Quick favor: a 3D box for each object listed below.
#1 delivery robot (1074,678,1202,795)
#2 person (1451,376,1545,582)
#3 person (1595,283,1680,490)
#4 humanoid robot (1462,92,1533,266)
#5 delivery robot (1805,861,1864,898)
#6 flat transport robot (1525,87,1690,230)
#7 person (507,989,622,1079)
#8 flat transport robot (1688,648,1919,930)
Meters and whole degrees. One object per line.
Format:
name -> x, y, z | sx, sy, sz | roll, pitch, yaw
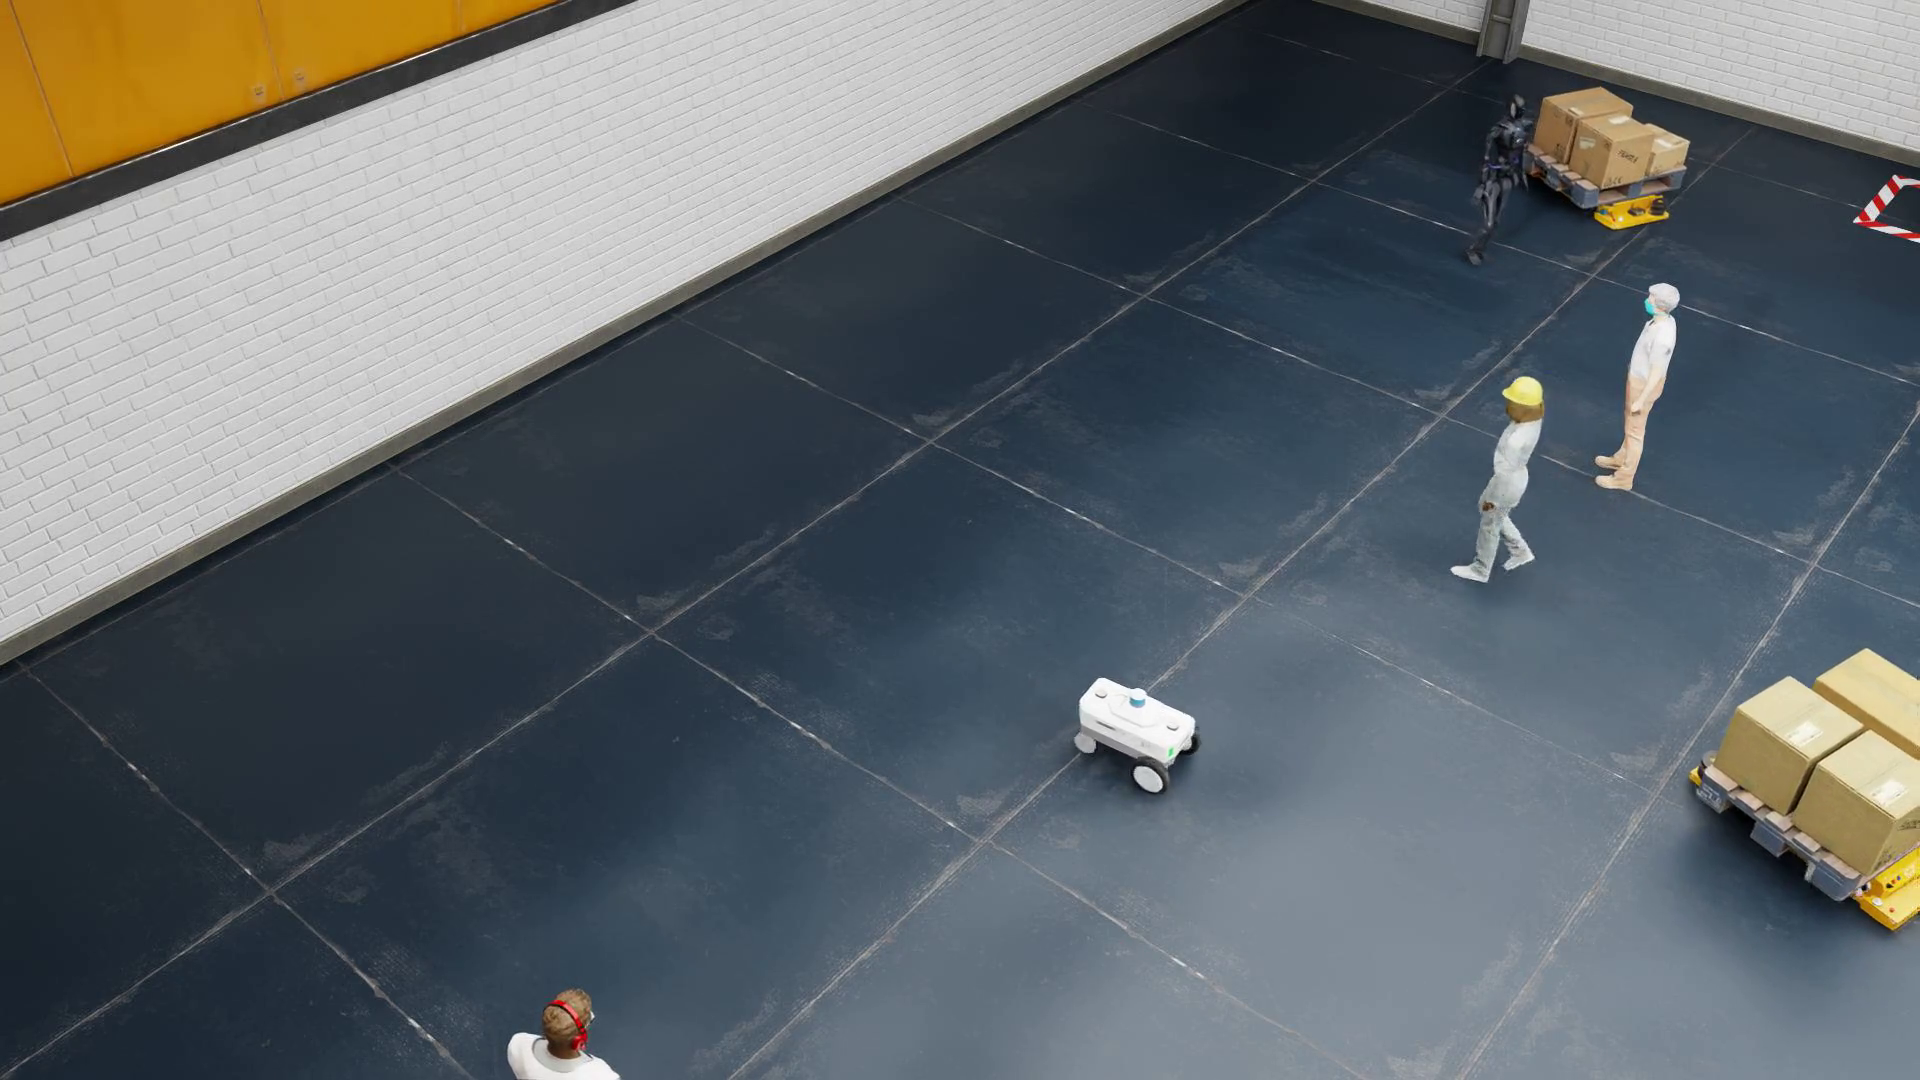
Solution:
delivery robot -> 1.132, 1.208, 10.571 | 0.807, 0.609, 0.499 | 23, 44, 26
person -> 3.831, -0.388, 11.600 | 0.431, 1.729, 0.488 | 18, 42, 21
person -> 5.144, -1.161, 12.550 | 0.304, 1.743, 0.488 | 12, 40, 14
humanoid robot -> 4.980, -3.332, 15.302 | 0.613, 1.653, 0.315 | -19, 43, -22
delivery robot -> 5.349, 1.700, 9.960 | 0.499, 0.610, 0.788 | 20, 43, 23
flat transport robot -> 6.382, -3.549, 16.691 | 0.659, 0.231, 1.431 | -14, 41, -17
person -> -1.746, 2.731, 7.651 | 0.575, 1.831, 0.400 | 15, 41, 18
flat transport robot -> 5.270, 1.714, 10.159 | 0.659, 0.231, 1.431 | -22, 44, -25
